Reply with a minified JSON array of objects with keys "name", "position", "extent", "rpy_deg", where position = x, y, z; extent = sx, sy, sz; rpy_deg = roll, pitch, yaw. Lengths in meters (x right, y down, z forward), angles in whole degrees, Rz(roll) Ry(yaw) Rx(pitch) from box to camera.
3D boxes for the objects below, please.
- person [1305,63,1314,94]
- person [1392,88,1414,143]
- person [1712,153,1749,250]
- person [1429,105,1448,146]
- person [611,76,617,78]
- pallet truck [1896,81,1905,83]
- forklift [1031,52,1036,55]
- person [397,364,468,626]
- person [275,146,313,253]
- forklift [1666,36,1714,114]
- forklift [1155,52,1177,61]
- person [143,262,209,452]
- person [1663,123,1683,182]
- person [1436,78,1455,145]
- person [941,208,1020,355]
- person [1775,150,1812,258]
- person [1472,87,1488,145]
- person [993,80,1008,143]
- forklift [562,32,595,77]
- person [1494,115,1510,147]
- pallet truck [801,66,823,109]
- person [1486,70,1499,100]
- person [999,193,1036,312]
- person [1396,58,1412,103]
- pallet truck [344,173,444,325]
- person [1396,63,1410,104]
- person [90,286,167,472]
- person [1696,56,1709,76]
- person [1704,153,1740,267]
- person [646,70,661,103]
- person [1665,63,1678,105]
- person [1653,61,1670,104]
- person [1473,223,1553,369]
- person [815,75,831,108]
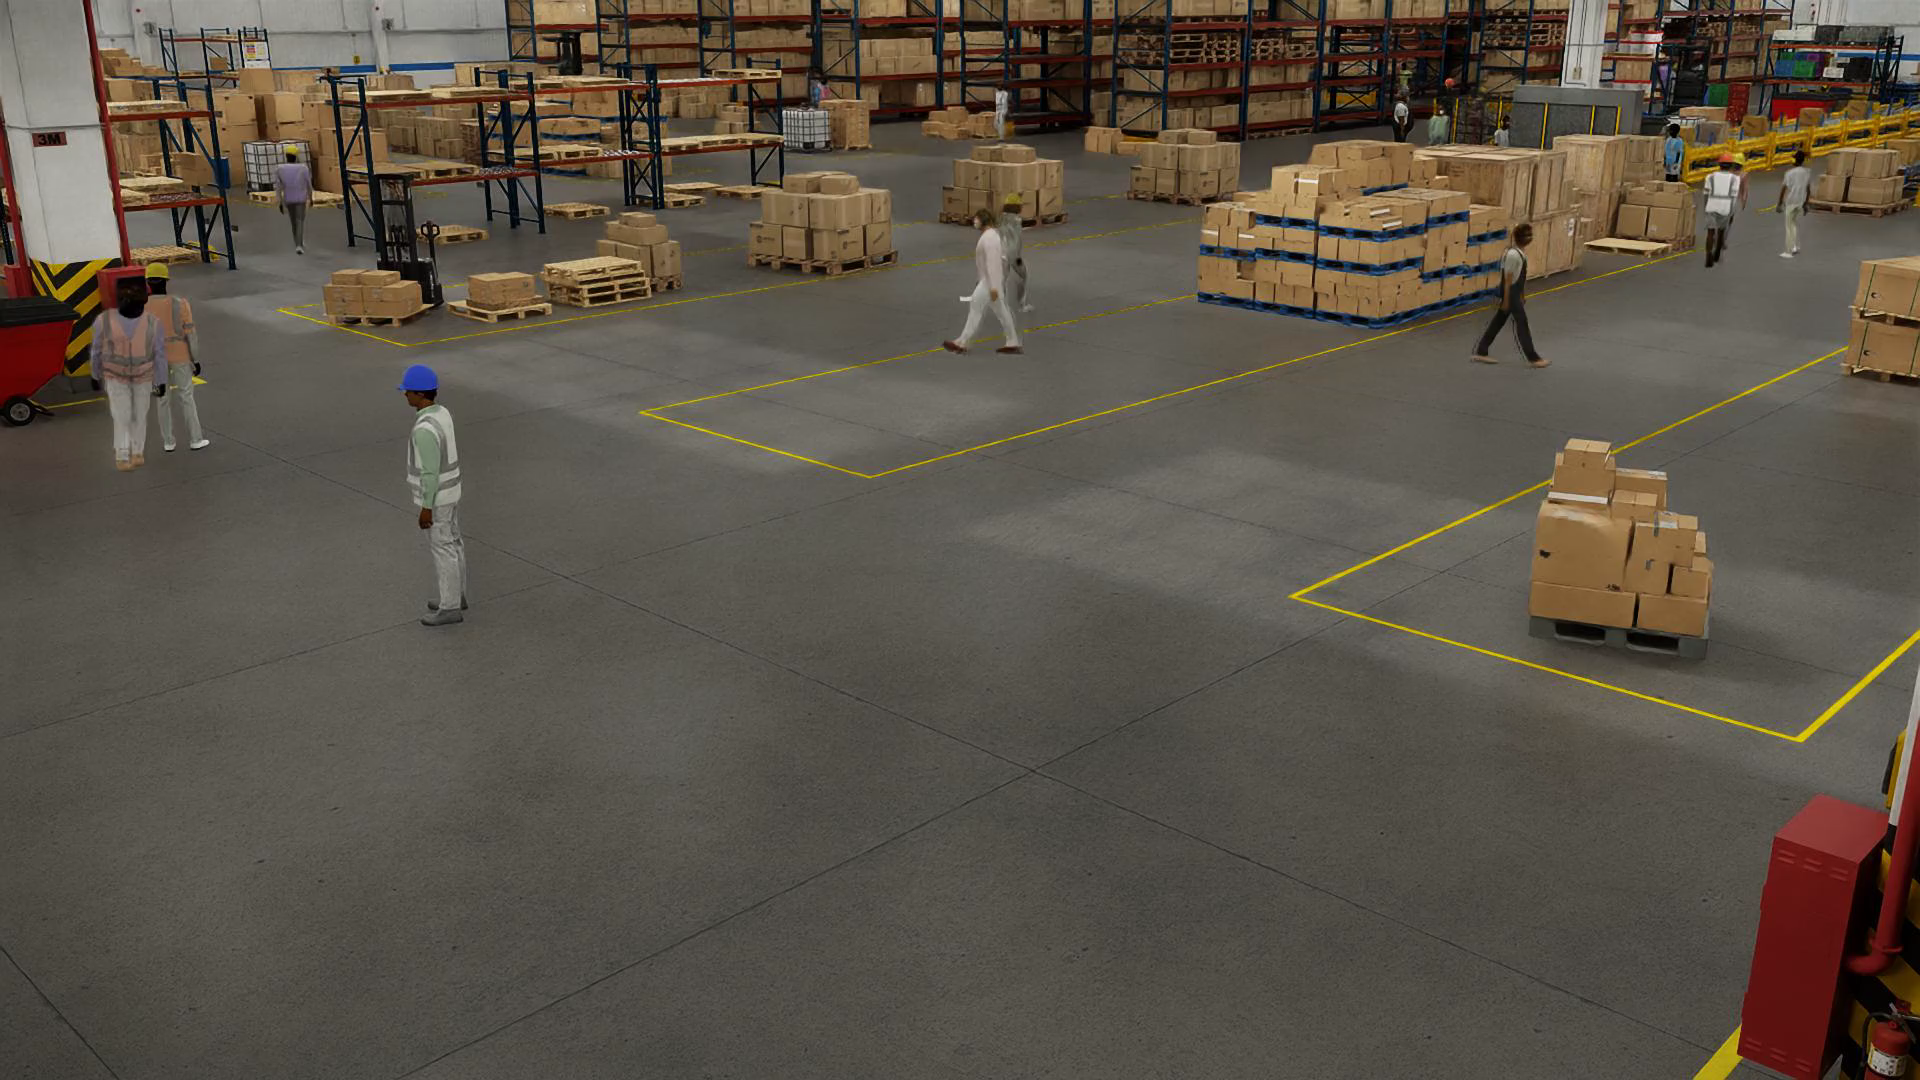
[{"name":"person","position":[14.426,-18.757,68.310],"extent":[0.739,1.609,0.511],"rpy_deg":[16,24,40]},{"name":"person","position":[11.605,-10.784,43.583],"extent":[0.537,2.000,0.682],"rpy_deg":[2,18,6]},{"name":"person","position":[13.840,-6.092,29.930],"extent":[0.555,1.725,0.483],"rpy_deg":[1,18,2]},{"name":"person","position":[12.613,-10.700,44.009],"extent":[0.506,1.610,0.686],"rpy_deg":[-3,19,-8]},{"name":"person","position":[-11.918,-15.227,57.616],"extent":[0.315,1.629,0.509],"rpy_deg":[-17,25,-41]},{"name":"pallet truck","position":[34.802,-16.331,61.455],"extent":[0.653,1.274,1.630],"rpy_deg":[17,25,41]},{"name":"forklift","position":[3.657,-21.935,75.870],"extent":[1.873,2.768,1.129],"rpy_deg":[16,24,41]},{"name":"person","position":[-3.862,-0.334,12.243],"extent":[0.387,1.949,0.602],"rpy_deg":[-2,18,-5]},{"name":"person","position":[-11.875,-6.078,29.695],"extent":[0.577,1.871,1.000],"rpy_deg":[-3,19,-8]},{"name":"forklift","position":[27.341,-17.291,61.877],"extent":[1.129,2.768,1.873],"rpy_deg":[17,25,41]},{"name":"forklift","position":[6.703,-14.732,54.168],"extent":[1.129,2.768,1.873],"rpy_deg":[17,25,41]},{"name":"person","position":[-8.004,-1.842,16.834],"extent":[0.585,1.920,0.374],"rpy_deg":[-4,19,-11]},{"name":"person","position":[15.798,-8.377,36.887],"extent":[0.323,1.689,0.537],"rpy_deg":[-2,19,-7]},{"name":"person","position":[14.426,-12.660,49.308],"extent":[0.622,1.992,0.395],"rpy_deg":[-14,23,-36]},{"name":"person","position":[0.305,-3.291,21.261],"extent":[1.032,1.878,0.651],"rpy_deg":[2,18,6]},{"name":"person","position":[14.551,-5.869,29.081],"extent":[0.505,1.846,0.519],"rpy_deg":[-4,19,-11]},{"name":"person","position":[15.362,-12.473,49.129],"extent":[0.576,1.743,0.538],"rpy_deg":[-15,24,-39]},{"name":"person","position":[1.233,-13.046,50.685],"extent":[0.412,1.862,0.579],"rpy_deg":[-11,21,-29]},{"name":"forklift","position":[-15.883,-19.452,68.388],"extent":[1.129,2.768,1.873],"rpy_deg":[17,25,41]},{"name":"person","position":[11.949,-8.419,36.719],"extent":[0.328,1.877,0.513],"rpy_deg":[17,25,42]},{"name":"pallet truck","position":[-4.812,-15.182,56.903],"extent":[0.823,1.965,1.885],"rpy_deg":[-9,21,-26]},{"name":"person","position":[21.909,-19.027,68.635],"extent":[0.643,1.905,0.399],"rpy_deg":[-9,20,-25]},{"name":"person","position":[0.816,-4.158,24.104],"extent":[0.711,1.717,0.507],"rpy_deg":[-15,24,-38]},{"name":"person","position":[18.199,-18.882,68.204],"extent":[0.639,1.902,0.407],"rpy_deg":[7,20,20]},{"name":"pallet truck","position":[-8.209,-4.181,23.757],"extent":[0.823,1.965,1.885],"rpy_deg":[3,19,9]},{"name":"person","position":[17.848,-18.381,67.061],"extent":[0.718,1.659,0.542],"rpy_deg":[-11,21,-30]},{"name":"person","position":[-8.058,-1.564,16.195],"extent":[0.697,1.794,0.635],"rpy_deg":[-12,22,-32]},{"name":"person","position":[32.558,-20.371,73.009],"extent":[0.557,1.681,0.357],"rpy_deg":[8,20,22]},{"name":"person","position":[12.896,-5.604,28.260],"extent":[0.541,1.886,1.055],"rpy_deg":[8,20,23]},{"name":"person","position":[-10.381,-14.973,56.417],"extent":[0.606,1.908,0.399],"rpy_deg":[8,20,22]},{"name":"person","position":[27.535,-17.479,64.175],"extent":[0.587,1.782,0.973],"rpy_deg":[14,23,36]},{"name":"person","position":[28.567,-18.685,67.636],"extent":[0.981,1.897,0.561],"rpy_deg":[-16,24,-40]},{"name":"person","position":[6.887,-3.020,20.584],"extent":[0.955,1.794,0.527],"rpy_deg":[7,20,20]},{"name":"person","position":[-4.593,-14.484,55.108],"extent":[0.804,1.819,0.620],"rpy_deg":[12,22,32]}]
